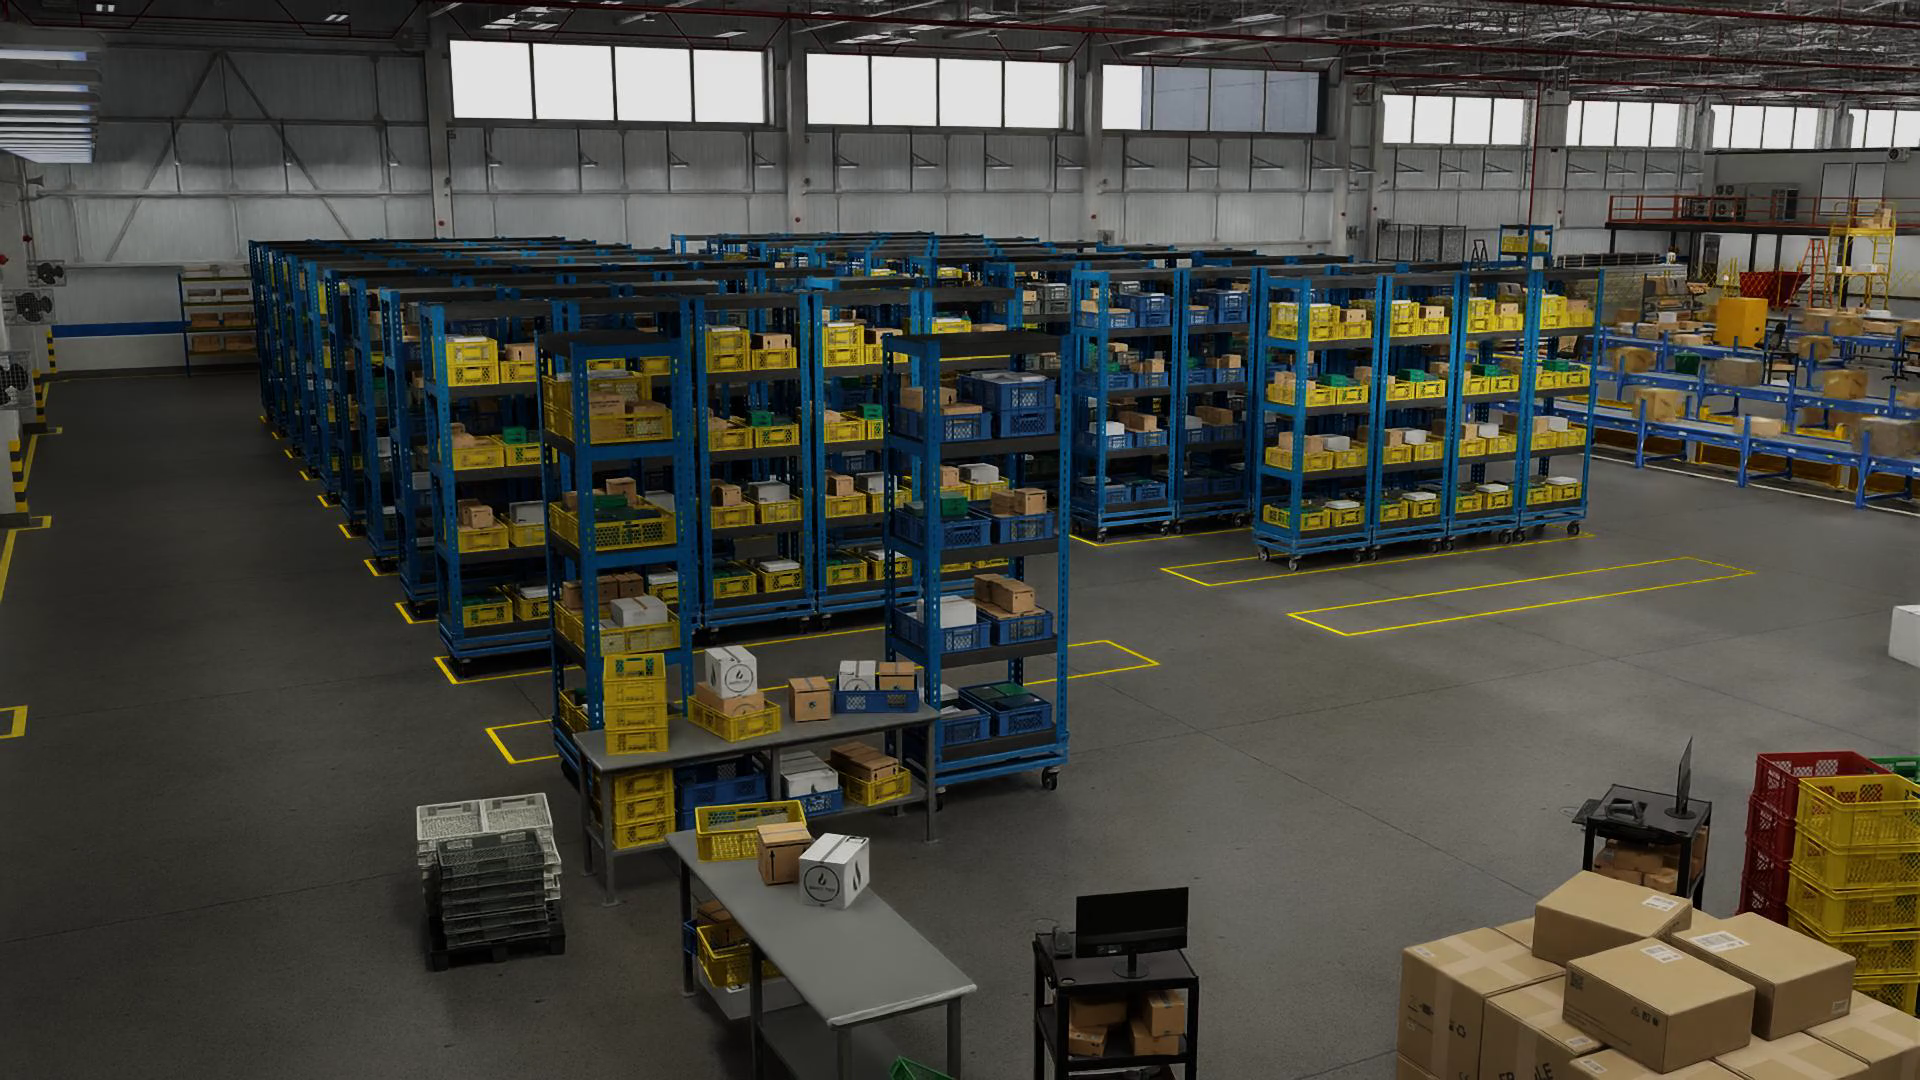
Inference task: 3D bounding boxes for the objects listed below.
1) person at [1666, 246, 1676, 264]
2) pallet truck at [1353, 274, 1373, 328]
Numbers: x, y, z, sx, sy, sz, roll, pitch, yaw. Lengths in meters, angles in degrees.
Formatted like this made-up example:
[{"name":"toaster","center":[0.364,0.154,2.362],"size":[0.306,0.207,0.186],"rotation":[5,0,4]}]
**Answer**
[{"name":"person","center":[32.933,-12.679,77.161],"size":[0.576,1.883,0.354],"rotation":[-6,14,-27]},{"name":"pallet truck","center":[13.011,-8.050,55.243],"size":[0.823,1.965,1.885],"rotation":[-7,14,-28]}]
